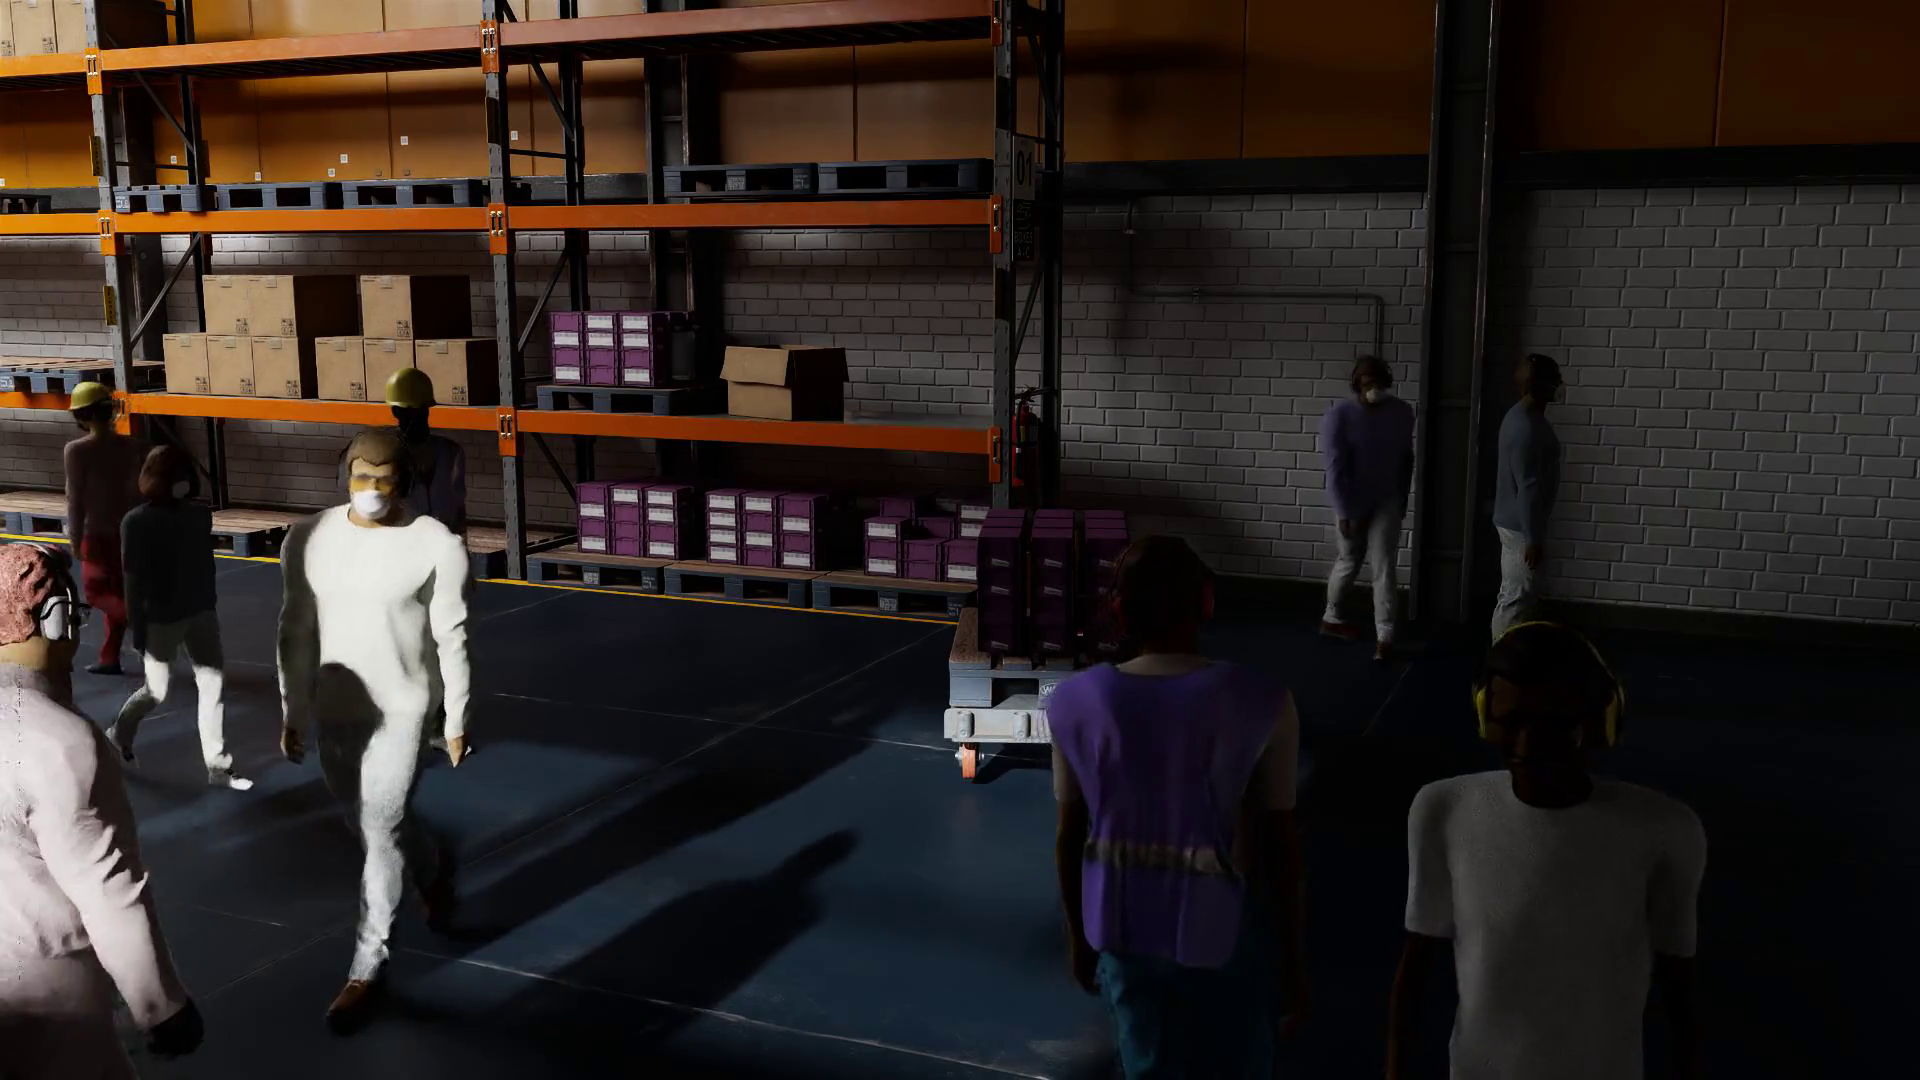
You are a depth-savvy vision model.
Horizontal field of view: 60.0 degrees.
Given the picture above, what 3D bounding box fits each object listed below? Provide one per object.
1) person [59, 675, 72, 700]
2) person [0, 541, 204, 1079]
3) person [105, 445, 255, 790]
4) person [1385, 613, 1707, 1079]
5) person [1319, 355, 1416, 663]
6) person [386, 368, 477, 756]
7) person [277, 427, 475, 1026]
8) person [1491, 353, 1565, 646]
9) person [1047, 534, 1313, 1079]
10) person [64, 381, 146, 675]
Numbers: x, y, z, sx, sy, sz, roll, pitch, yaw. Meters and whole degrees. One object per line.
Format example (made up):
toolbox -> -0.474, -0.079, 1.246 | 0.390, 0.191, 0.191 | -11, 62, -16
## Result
person -> -2.500, 0.844, 4.268 | 0.330, 1.760, 0.519 | 8, 13, 41
person -> -1.952, 0.935, 3.433 | 0.631, 1.862, 0.892 | 9, 13, 42
person -> -3.650, 0.352, 7.657 | 0.745, 1.606, 0.510 | 4, 10, 24
person -> 0.969, 1.048, 2.827 | 0.531, 1.826, 0.890 | 5, 11, 29
person -> 2.514, -0.220, 10.329 | 0.646, 1.883, 0.857 | -1, 10, -6
person -> -2.607, 0.133, 8.015 | 0.377, 1.924, 0.594 | 9, 13, 42
person -> -1.901, 0.553, 5.577 | 0.644, 1.908, 0.901 | 1, 10, 6
person -> 3.087, -0.043, 9.038 | 0.372, 1.940, 0.630 | 2, 10, 13
person -> 0.487, 0.900, 3.722 | 0.613, 1.821, 0.438 | 4, 10, 23
person -> -4.870, -0.046, 9.644 | 0.669, 1.732, 0.553 | 3, 10, 18
